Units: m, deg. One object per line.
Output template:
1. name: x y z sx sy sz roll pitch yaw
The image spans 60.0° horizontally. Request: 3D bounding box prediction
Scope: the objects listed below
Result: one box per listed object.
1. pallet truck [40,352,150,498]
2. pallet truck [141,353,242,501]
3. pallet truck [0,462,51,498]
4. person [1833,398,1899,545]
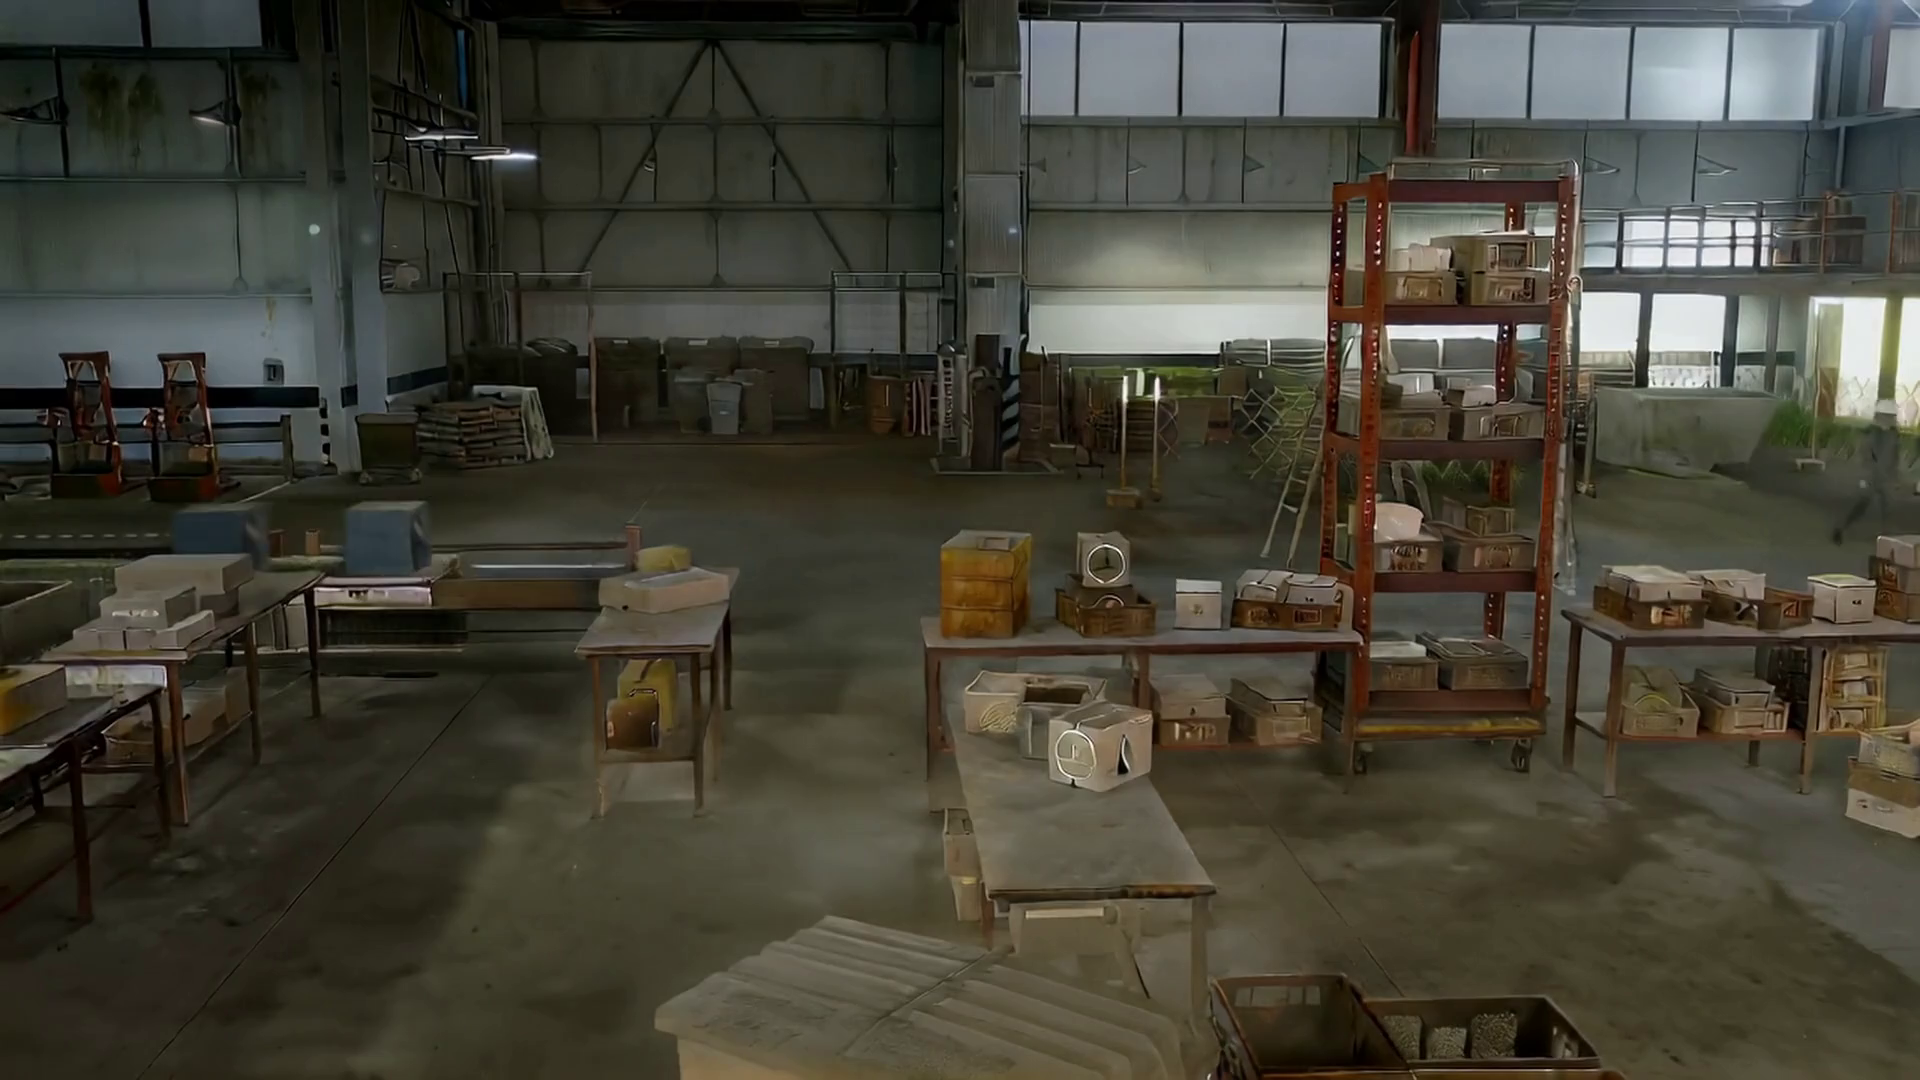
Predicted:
1. pallet truck: -11.907 -1.642 23.165 0.823 1.965 1.885 0 9 0
2. pallet truck: -10.520 -1.604 22.925 0.823 1.965 1.885 -1 9 -6
3. pallet truck: -13.193 -1.293 23.148 0.653 1.274 1.630 -1 9 -4
4. person: 9.952 -0.706 18.150 0.485 1.718 0.753 -1 9 -8
